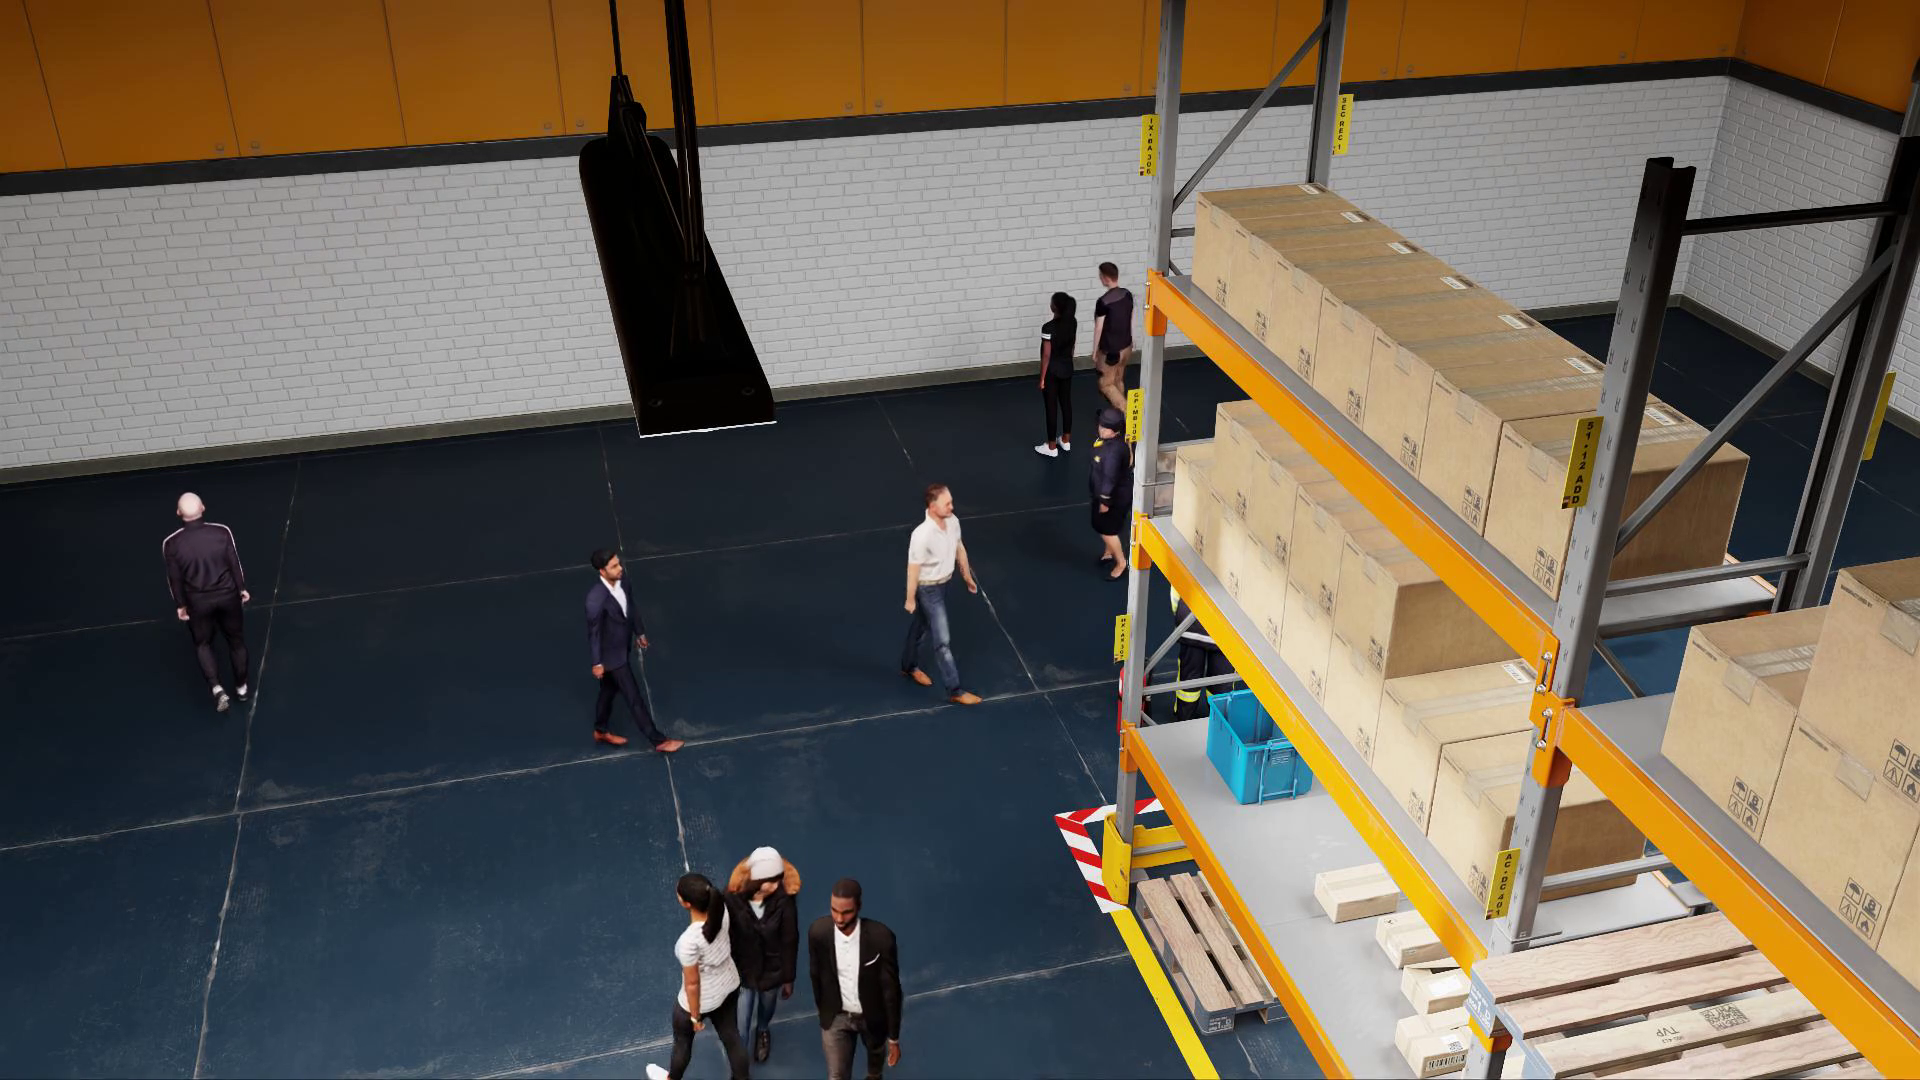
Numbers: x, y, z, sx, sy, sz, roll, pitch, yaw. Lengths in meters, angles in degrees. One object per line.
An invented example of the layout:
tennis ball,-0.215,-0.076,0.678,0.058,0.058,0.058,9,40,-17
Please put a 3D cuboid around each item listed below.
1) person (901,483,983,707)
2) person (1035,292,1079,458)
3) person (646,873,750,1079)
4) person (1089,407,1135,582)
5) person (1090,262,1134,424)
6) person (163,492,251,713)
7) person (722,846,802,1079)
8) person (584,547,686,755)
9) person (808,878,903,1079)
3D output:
person,-0.299,0.353,12.870,1.174,1.819,1.087,17,33,28
person,0.979,-1.682,16.697,0.712,1.727,0.736,-24,36,-36
person,-1.311,2.505,9.134,0.971,1.619,0.898,17,33,28
person,1.335,-0.413,14.442,0.924,1.658,0.777,13,31,22
person,1.627,-1.947,17.091,0.987,1.815,1.099,-22,36,-35
person,-5.635,0.511,12.578,0.790,1.822,0.960,-14,32,-24
person,-1.130,2.339,9.457,0.706,1.602,0.904,-3,29,-6
person,-2.606,0.804,12.171,1.043,1.697,1.078,8,30,14
person,-0.532,2.511,8.986,0.972,1.750,1.259,3,29,6
